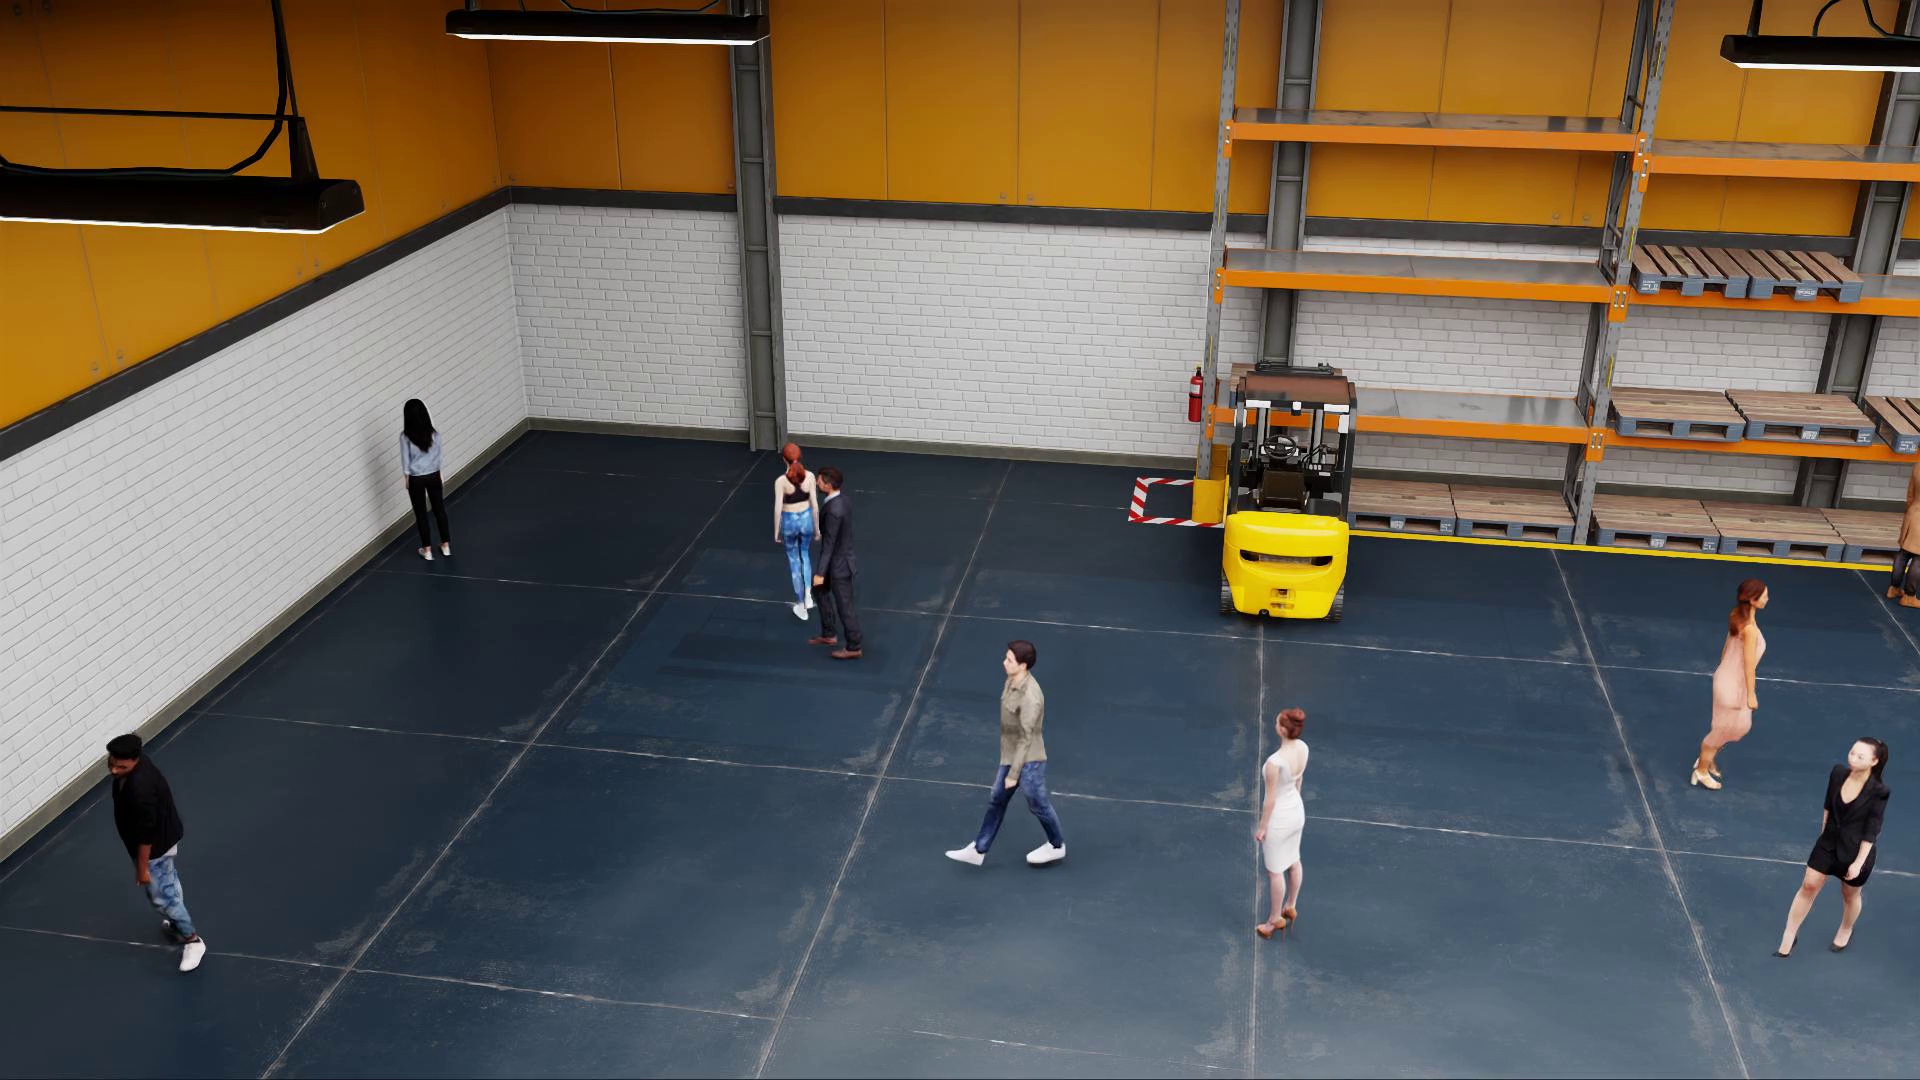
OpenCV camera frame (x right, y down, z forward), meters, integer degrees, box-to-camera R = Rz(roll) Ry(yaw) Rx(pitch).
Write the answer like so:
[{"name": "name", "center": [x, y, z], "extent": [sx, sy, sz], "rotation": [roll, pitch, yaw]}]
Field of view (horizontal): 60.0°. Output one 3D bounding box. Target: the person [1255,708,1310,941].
[{"name": "person", "center": [2.180, 1.903, 11.193], "extent": [0.632, 1.791, 0.664], "rotation": [-20, 31, -38]}]

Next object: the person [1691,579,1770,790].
[{"name": "person", "center": [5.897, 1.134, 12.916], "extent": [0.631, 1.819, 0.634], "rotation": [8, 25, 17]}]

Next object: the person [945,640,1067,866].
[{"name": "person", "center": [0.540, 1.574, 11.918], "extent": [1.261, 1.813, 1.045], "rotation": [-7, 24, -15]}]

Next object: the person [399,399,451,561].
[{"name": "person", "center": [-5.504, -0.632, 17.093], "extent": [0.677, 1.710, 0.715], "rotation": [-20, 31, -38]}]

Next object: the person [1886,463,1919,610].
[{"name": "person", "center": [9.295, -0.189, 16.059], "extent": [0.725, 1.727, 0.722], "rotation": [-3, 24, -8]}]

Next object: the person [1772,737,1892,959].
[{"name": "person", "center": [5.927, 2.046, 11.021], "extent": [0.998, 1.668, 0.917], "rotation": [-14, 27, -29]}]

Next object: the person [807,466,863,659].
[{"name": "person", "center": [-1.016, 0.227, 14.955], "extent": [0.804, 1.848, 0.704], "rotation": [0, 24, -1]}]

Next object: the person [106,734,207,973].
[{"name": "person", "center": [-5.355, 1.973, 11.074], "extent": [0.889, 1.757, 0.903], "rotation": [-4, 24, -10]}]

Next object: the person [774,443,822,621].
[{"name": "person", "center": [-1.499, -0.046, 15.667], "extent": [0.730, 1.778, 0.794], "rotation": [-11, 26, -24]}]
